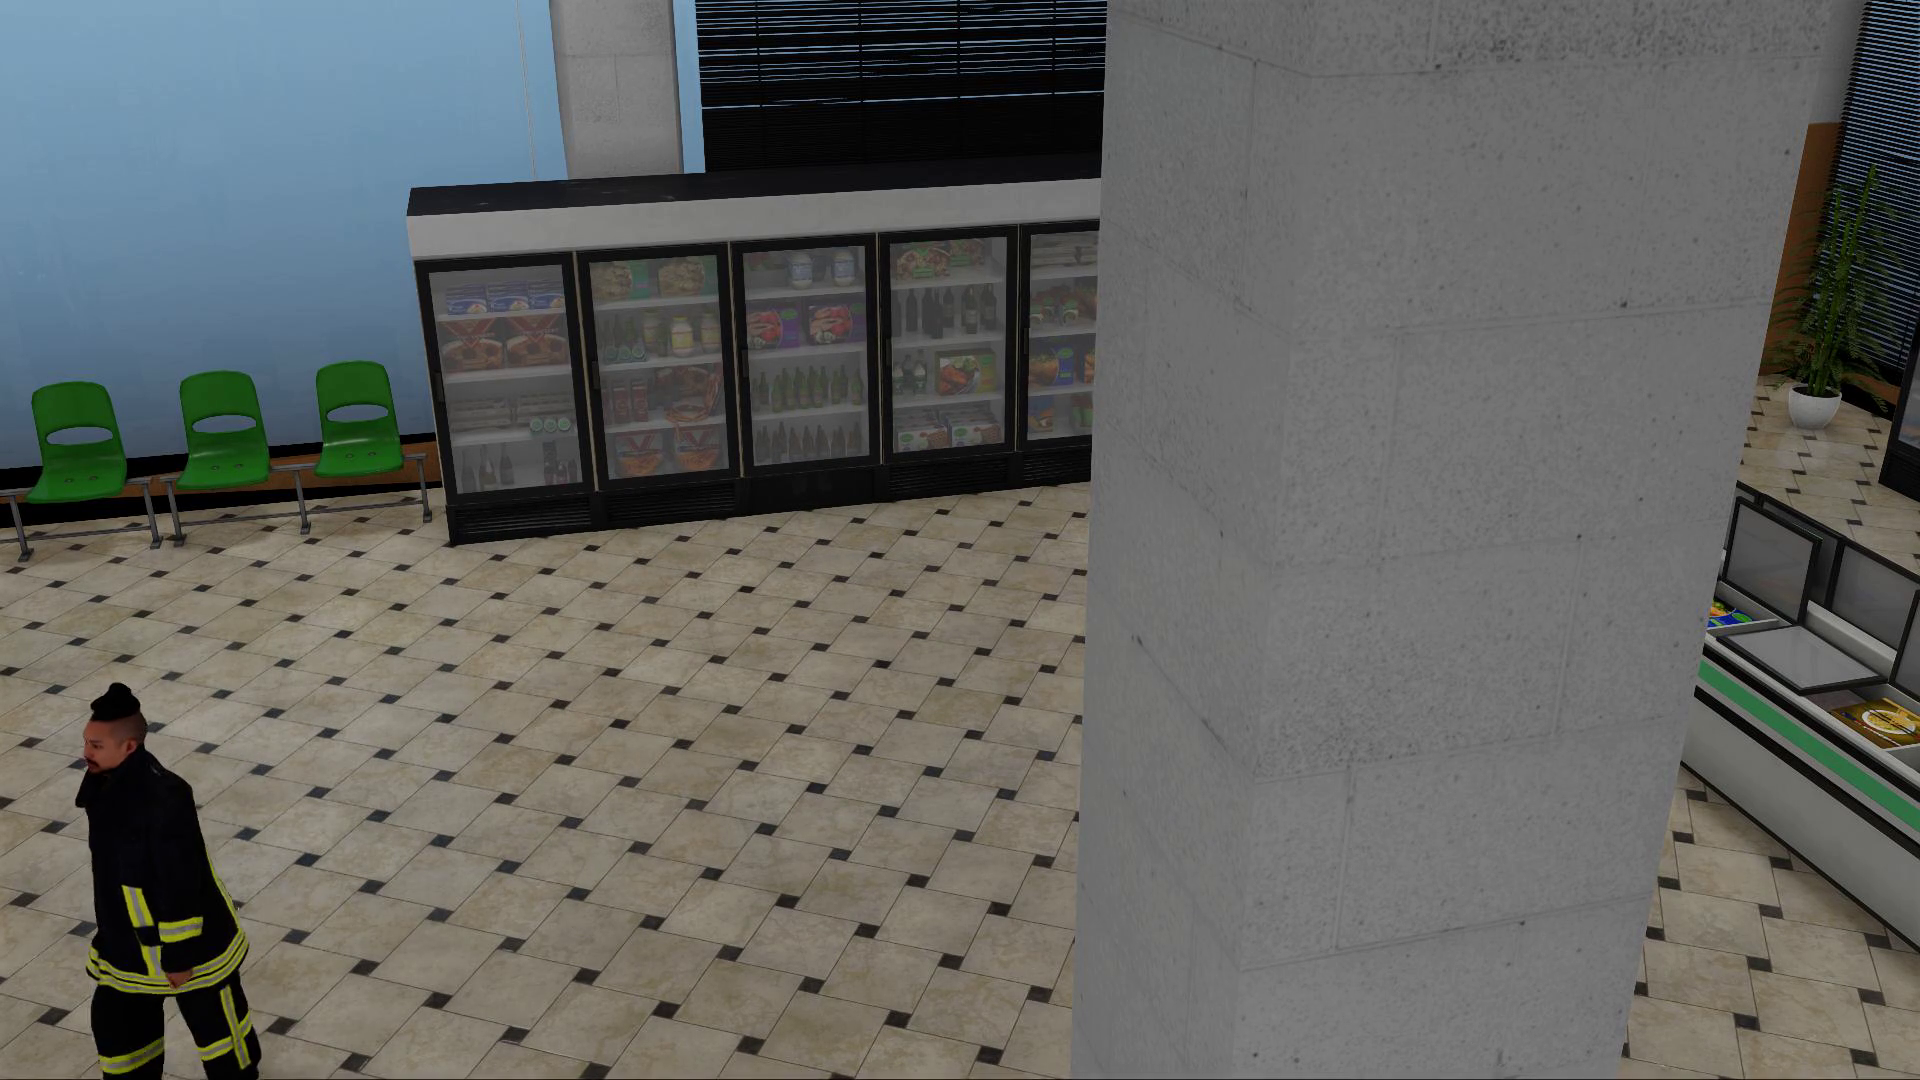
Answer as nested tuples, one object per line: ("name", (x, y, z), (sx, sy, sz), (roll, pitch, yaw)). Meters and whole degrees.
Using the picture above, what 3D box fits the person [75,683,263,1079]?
("person", (-2.915, 1.349, 6.221), (1.012, 1.844, 1.071), (13, 27, 28))
